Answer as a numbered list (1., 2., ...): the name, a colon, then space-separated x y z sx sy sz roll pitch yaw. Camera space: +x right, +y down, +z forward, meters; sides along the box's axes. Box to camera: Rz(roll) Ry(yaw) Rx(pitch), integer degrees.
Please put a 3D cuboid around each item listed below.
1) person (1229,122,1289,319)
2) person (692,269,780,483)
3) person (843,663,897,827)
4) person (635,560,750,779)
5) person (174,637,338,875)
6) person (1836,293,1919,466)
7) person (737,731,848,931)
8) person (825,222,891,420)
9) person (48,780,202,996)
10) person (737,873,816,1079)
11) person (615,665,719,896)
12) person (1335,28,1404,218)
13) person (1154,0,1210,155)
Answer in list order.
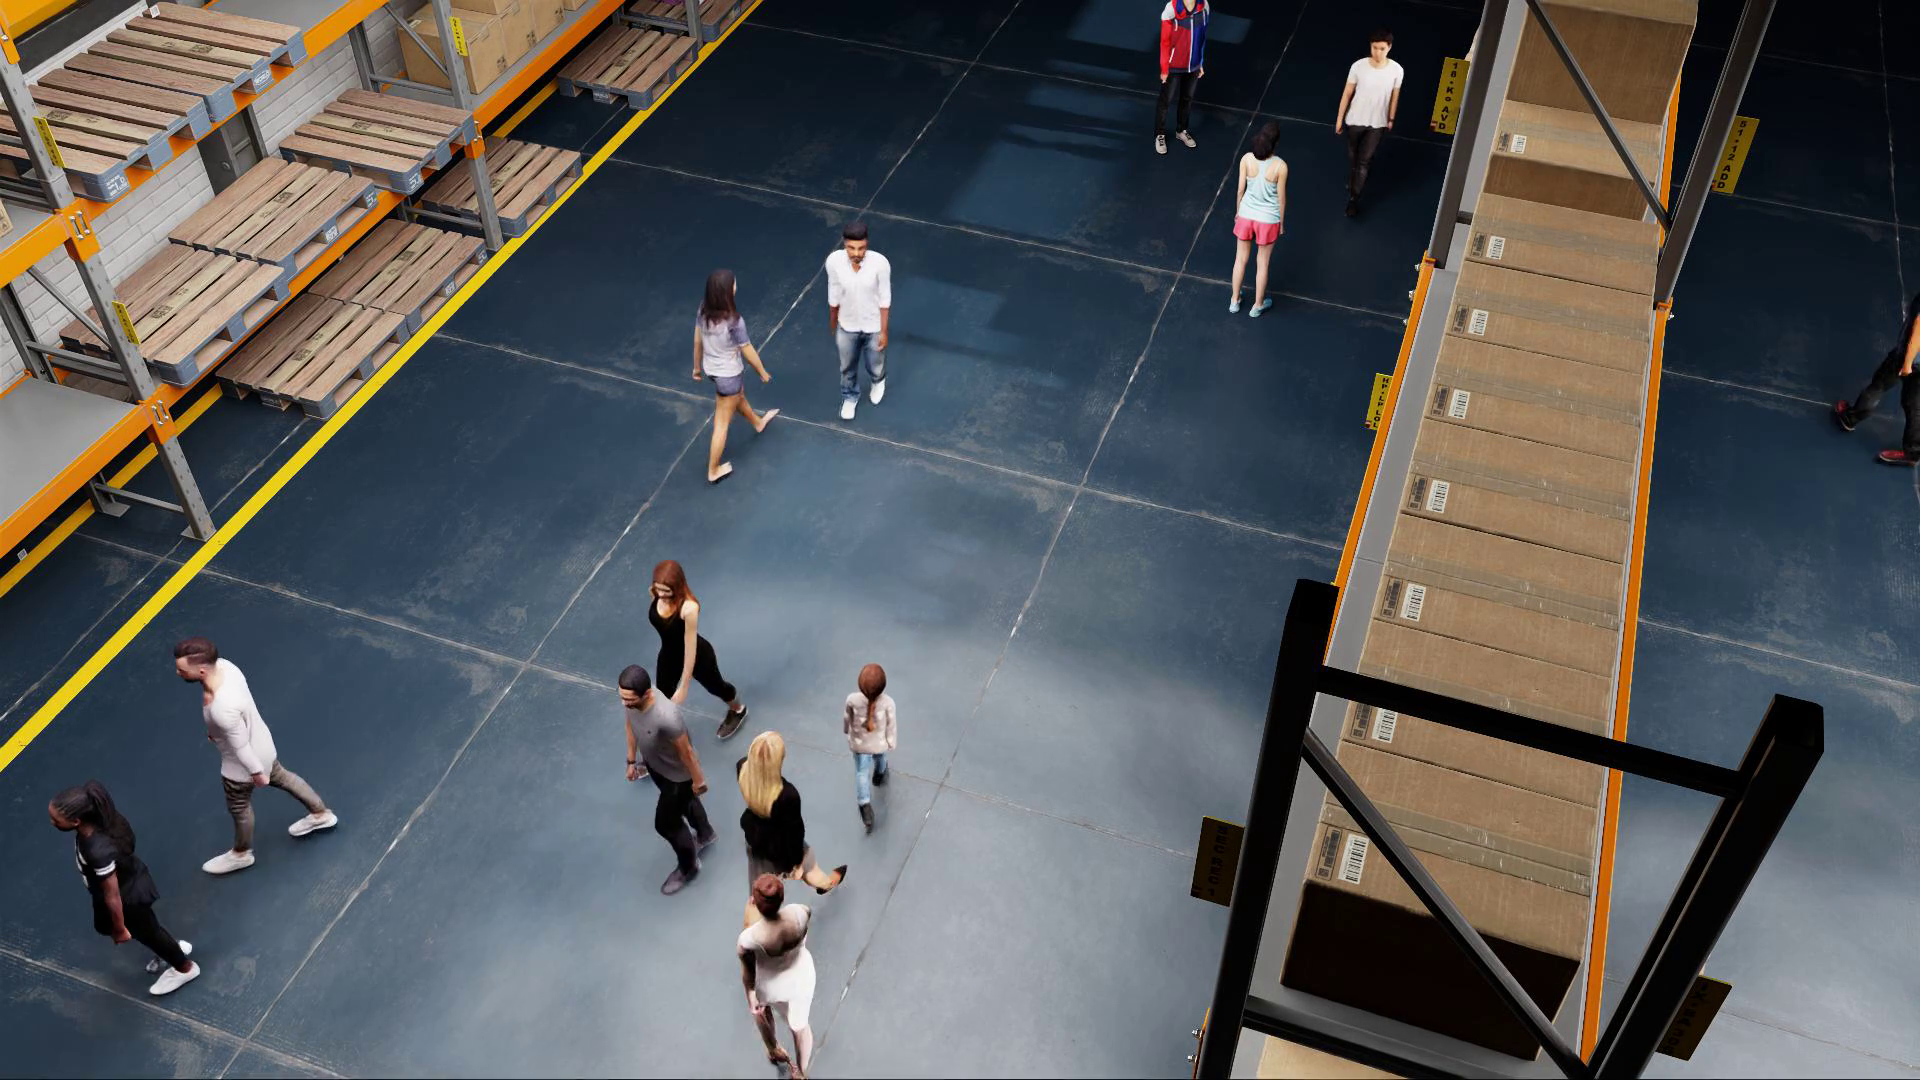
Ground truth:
1. person: 2.450 -2.627 13.629 0.608 1.765 0.620 20 47 20
2. person: -1.781 -1.161 12.145 0.873 1.689 1.159 31 51 28
3. person: -0.555 1.225 10.012 0.663 1.176 0.876 -1 44 -1
4. person: -1.600 0.691 10.210 0.747 1.676 1.152 26 50 25
5. person: -4.065 1.183 9.598 1.102 1.809 1.072 -15 46 -15
6. person: 7.117 -1.317 12.266 1.086 1.748 1.133 -27 50 -25
7. person: -1.066 1.749 9.016 0.823 1.791 1.189 24 49 23
8. person: -0.725 -1.706 12.645 0.726 1.789 0.778 5 44 5
9. person: -4.398 1.868 8.942 0.781 1.721 0.735 -27 50 -25
10. person: -0.855 2.327 8.416 0.724 1.783 0.784 -20 47 -19
11. person: -1.601 1.252 9.584 0.806 1.728 0.875 32 52 29
12. person: 3.668 -3.824 14.949 0.636 1.678 1.067 15 46 15
13. person: 2.077 -4.505 15.606 0.718 1.757 0.764 -15 46 -15
